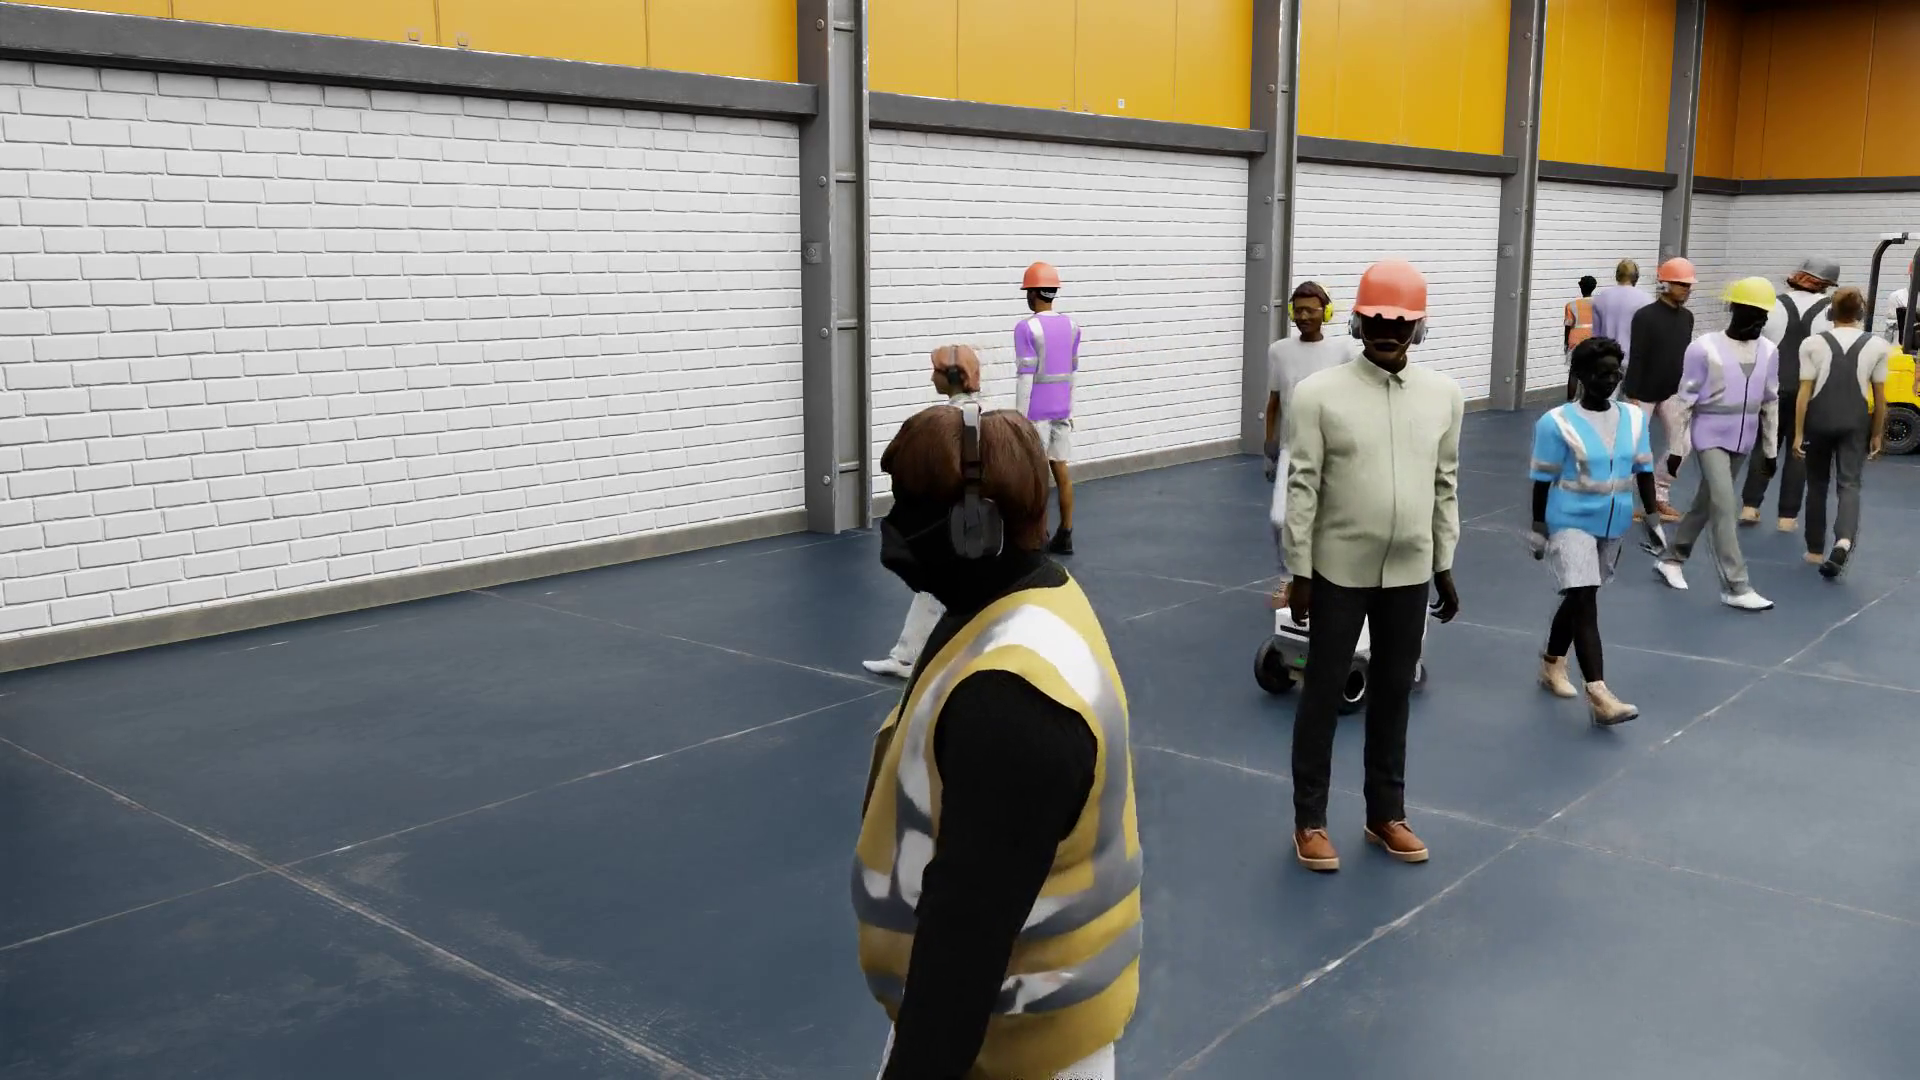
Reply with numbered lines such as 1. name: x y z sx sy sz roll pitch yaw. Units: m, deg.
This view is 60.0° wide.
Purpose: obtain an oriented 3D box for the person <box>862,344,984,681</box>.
1. person: -0.004 -0.096 7.635 0.866 1.588 0.519 1 10 3

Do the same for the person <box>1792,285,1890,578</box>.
1. person: 5.464 -0.674 10.338 0.511 1.812 0.870 4 11 21

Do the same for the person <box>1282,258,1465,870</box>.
1. person: 1.355 0.089 5.434 0.614 1.990 0.392 -2 10 -12

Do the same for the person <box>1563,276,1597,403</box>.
1. person: 7.723 -2.416 20.559 0.531 1.694 0.320 3 10 15

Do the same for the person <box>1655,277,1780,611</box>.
1. person: 4.406 -0.573 9.589 0.599 1.872 1.017 -3 10 -16

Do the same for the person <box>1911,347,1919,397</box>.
1. person: 8.560 -1.396 14.338 0.450 1.830 0.609 -8 13 -39

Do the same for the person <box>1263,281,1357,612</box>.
1. person: 1.895 -0.473 9.050 0.511 1.855 0.385 4 11 21

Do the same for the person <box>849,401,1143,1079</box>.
1. person: -0.070 0.699 2.493 0.927 1.798 0.658 0 10 -1

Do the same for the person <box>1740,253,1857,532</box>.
1. person: 6.046 -1.086 11.990 0.702 2.000 0.601 6 12 33

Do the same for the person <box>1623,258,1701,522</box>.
1. person: 5.106 -1.081 12.215 0.620 1.955 0.602 -4 11 -22

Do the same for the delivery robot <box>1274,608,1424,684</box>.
1. delivery robot: 1.763 0.397 7.507 0.707 0.478 0.477 -7 12 -33

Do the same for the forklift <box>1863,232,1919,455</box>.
1. forklift: 9.955 -1.972 16.595 2.313 2.155 1.214 1 10 8

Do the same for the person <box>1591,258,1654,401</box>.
1. person: 6.477 -1.782 16.281 0.439 1.924 0.657 -8 13 -39

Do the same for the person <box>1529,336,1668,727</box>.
1. person: 2.756 -0.052 7.196 0.534 1.644 0.872 -3 10 -16

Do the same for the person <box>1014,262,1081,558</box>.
1. person: 0.530 -0.840 10.881 0.550 1.935 0.376 -9 13 -42

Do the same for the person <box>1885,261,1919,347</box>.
1. person: 10.107 -2.025 17.630 0.551 1.934 0.372 3 10 17
